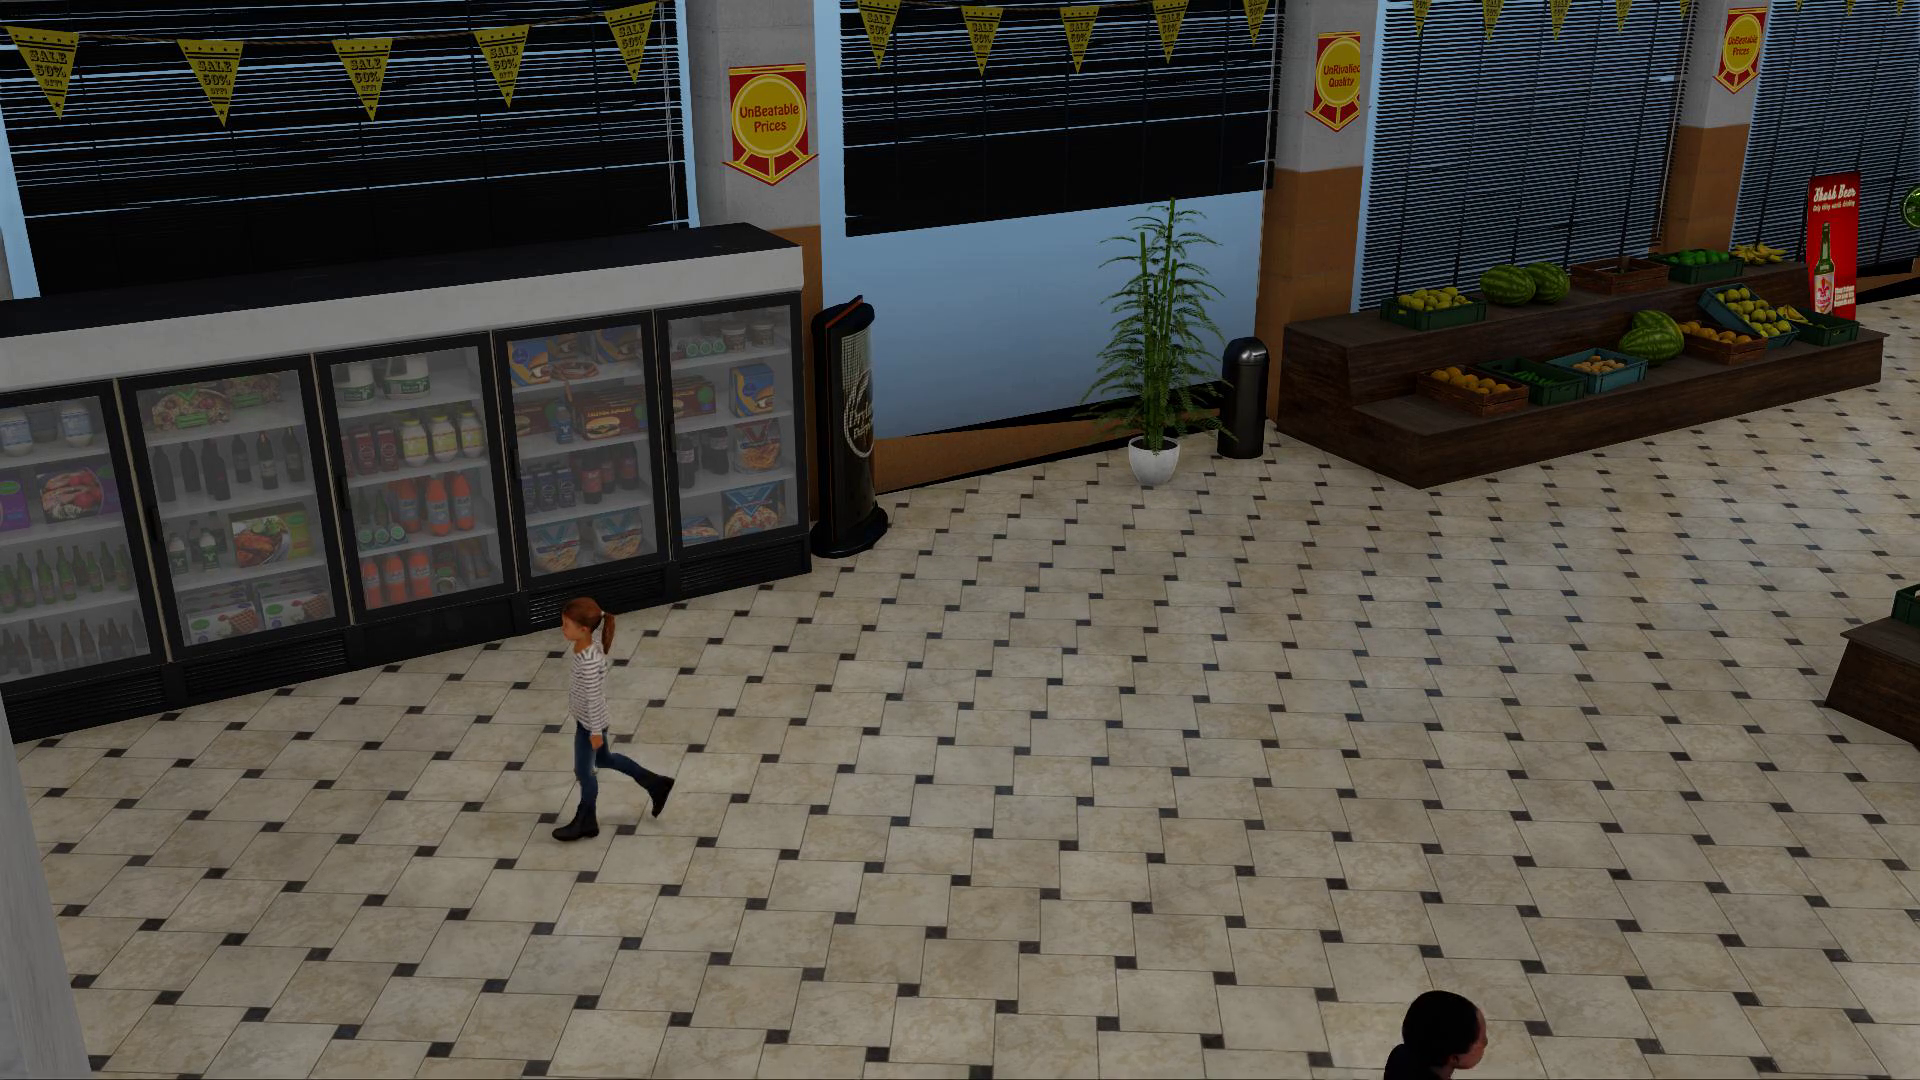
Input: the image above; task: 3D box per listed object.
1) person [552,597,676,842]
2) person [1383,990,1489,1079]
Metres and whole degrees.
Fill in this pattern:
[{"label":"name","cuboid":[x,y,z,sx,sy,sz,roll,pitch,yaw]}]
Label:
[{"label":"person","cuboid":[-1.750,0.886,8.236,0.896,1.302,0.615,-6,23,-15]},{"label":"person","cuboid":[1.160,2.048,4.665,1.064,1.808,0.830,-5,22,-12]}]
